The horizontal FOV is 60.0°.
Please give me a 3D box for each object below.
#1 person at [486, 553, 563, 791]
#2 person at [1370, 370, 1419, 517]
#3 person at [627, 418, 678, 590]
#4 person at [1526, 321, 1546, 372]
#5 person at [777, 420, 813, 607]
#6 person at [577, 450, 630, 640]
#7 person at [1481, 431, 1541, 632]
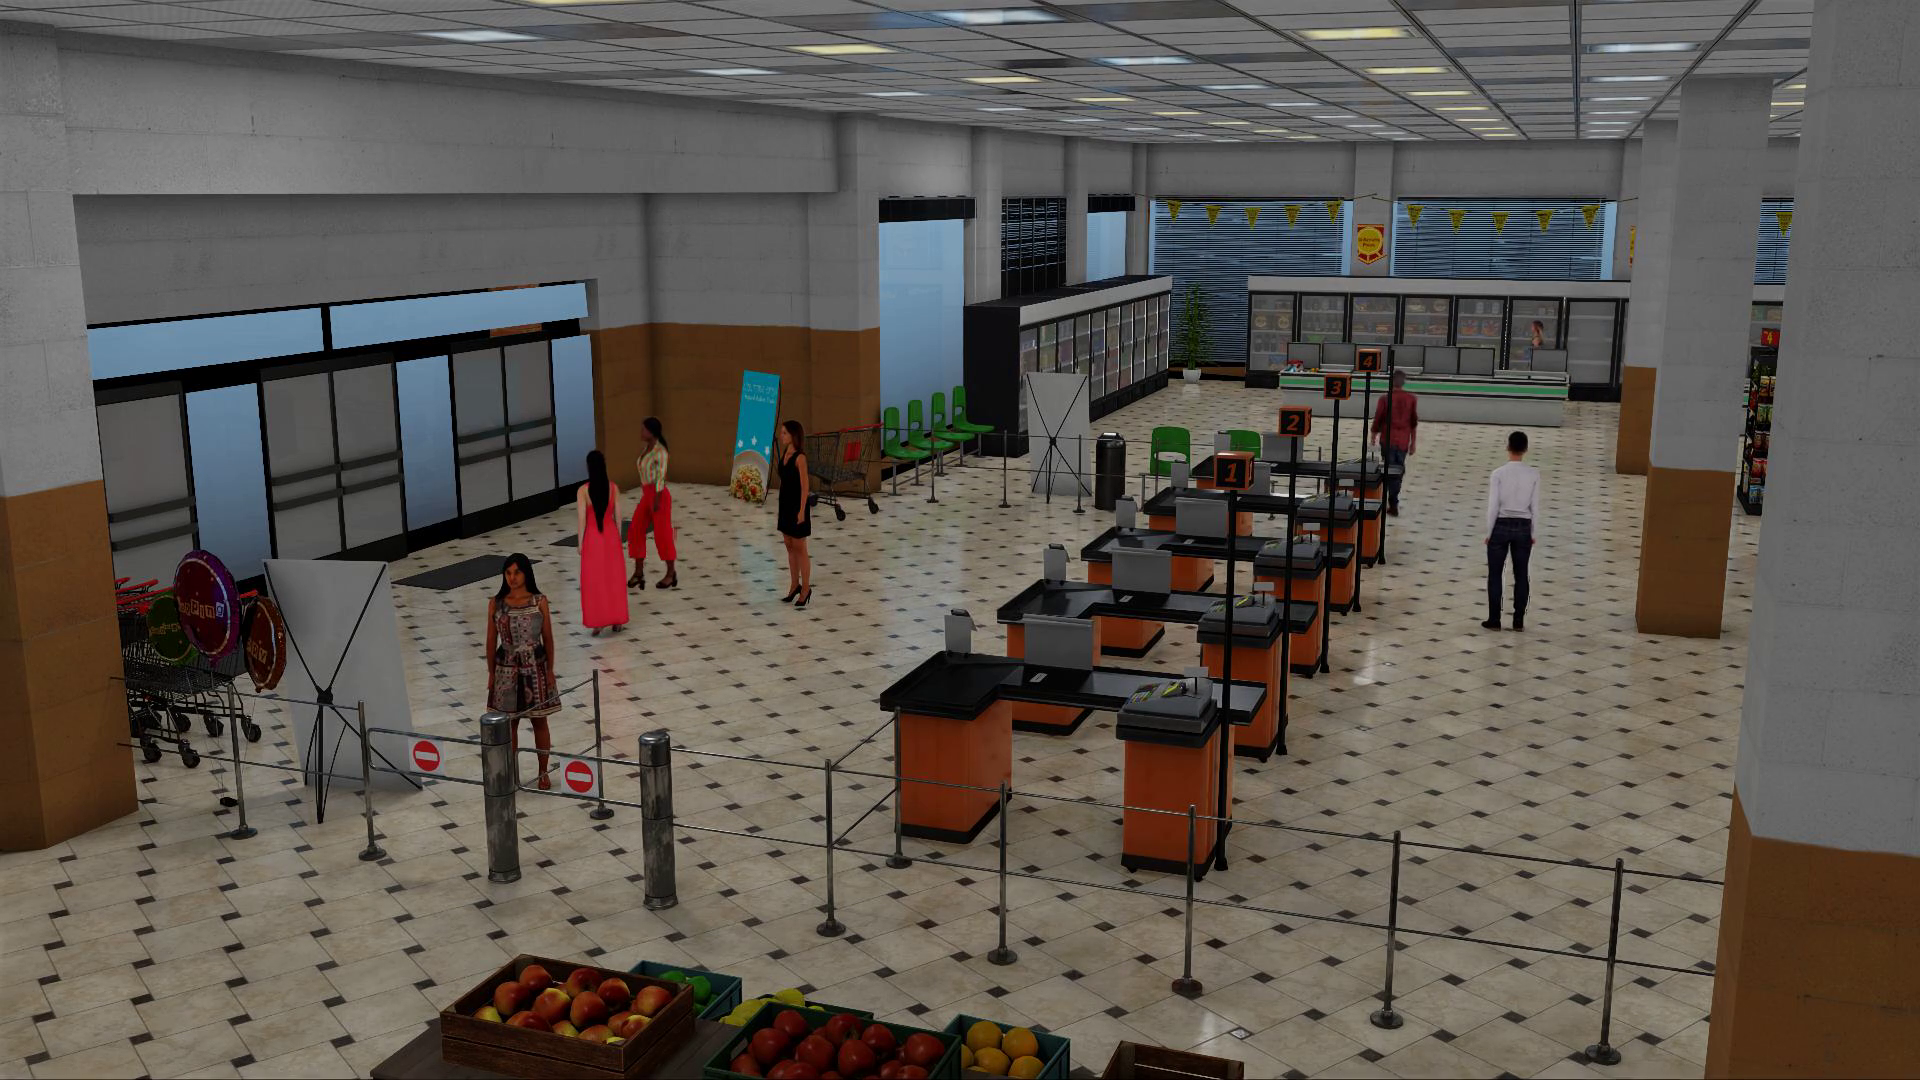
[{"bbox_3d":[-2.975,0.891,11.320,0.641,1.645,0.784,-2,12,-8],"label":"person"},{"bbox_3d":[5.485,-1.203,20.870,0.998,1.808,0.995,-1,12,-6],"label":"person"},{"bbox_3d":[-3.017,-0.359,16.947,0.880,1.774,0.870,-9,15,-37],"label":"person"},{"bbox_3d":[10.614,-3.146,30.379,0.583,1.692,0.594,5,13,22],"label":"person"},{"bbox_3d":[-1.627,-0.262,16.337,0.726,1.834,0.630,-9,15,-36],"label":"person"},{"bbox_3d":[-3.280,0.035,15.193,0.716,1.725,0.750,-8,14,-33],"label":"person"},{"bbox_3d":[5.103,-0.084,15.395,0.621,1.874,0.750,1,12,3],"label":"person"}]
